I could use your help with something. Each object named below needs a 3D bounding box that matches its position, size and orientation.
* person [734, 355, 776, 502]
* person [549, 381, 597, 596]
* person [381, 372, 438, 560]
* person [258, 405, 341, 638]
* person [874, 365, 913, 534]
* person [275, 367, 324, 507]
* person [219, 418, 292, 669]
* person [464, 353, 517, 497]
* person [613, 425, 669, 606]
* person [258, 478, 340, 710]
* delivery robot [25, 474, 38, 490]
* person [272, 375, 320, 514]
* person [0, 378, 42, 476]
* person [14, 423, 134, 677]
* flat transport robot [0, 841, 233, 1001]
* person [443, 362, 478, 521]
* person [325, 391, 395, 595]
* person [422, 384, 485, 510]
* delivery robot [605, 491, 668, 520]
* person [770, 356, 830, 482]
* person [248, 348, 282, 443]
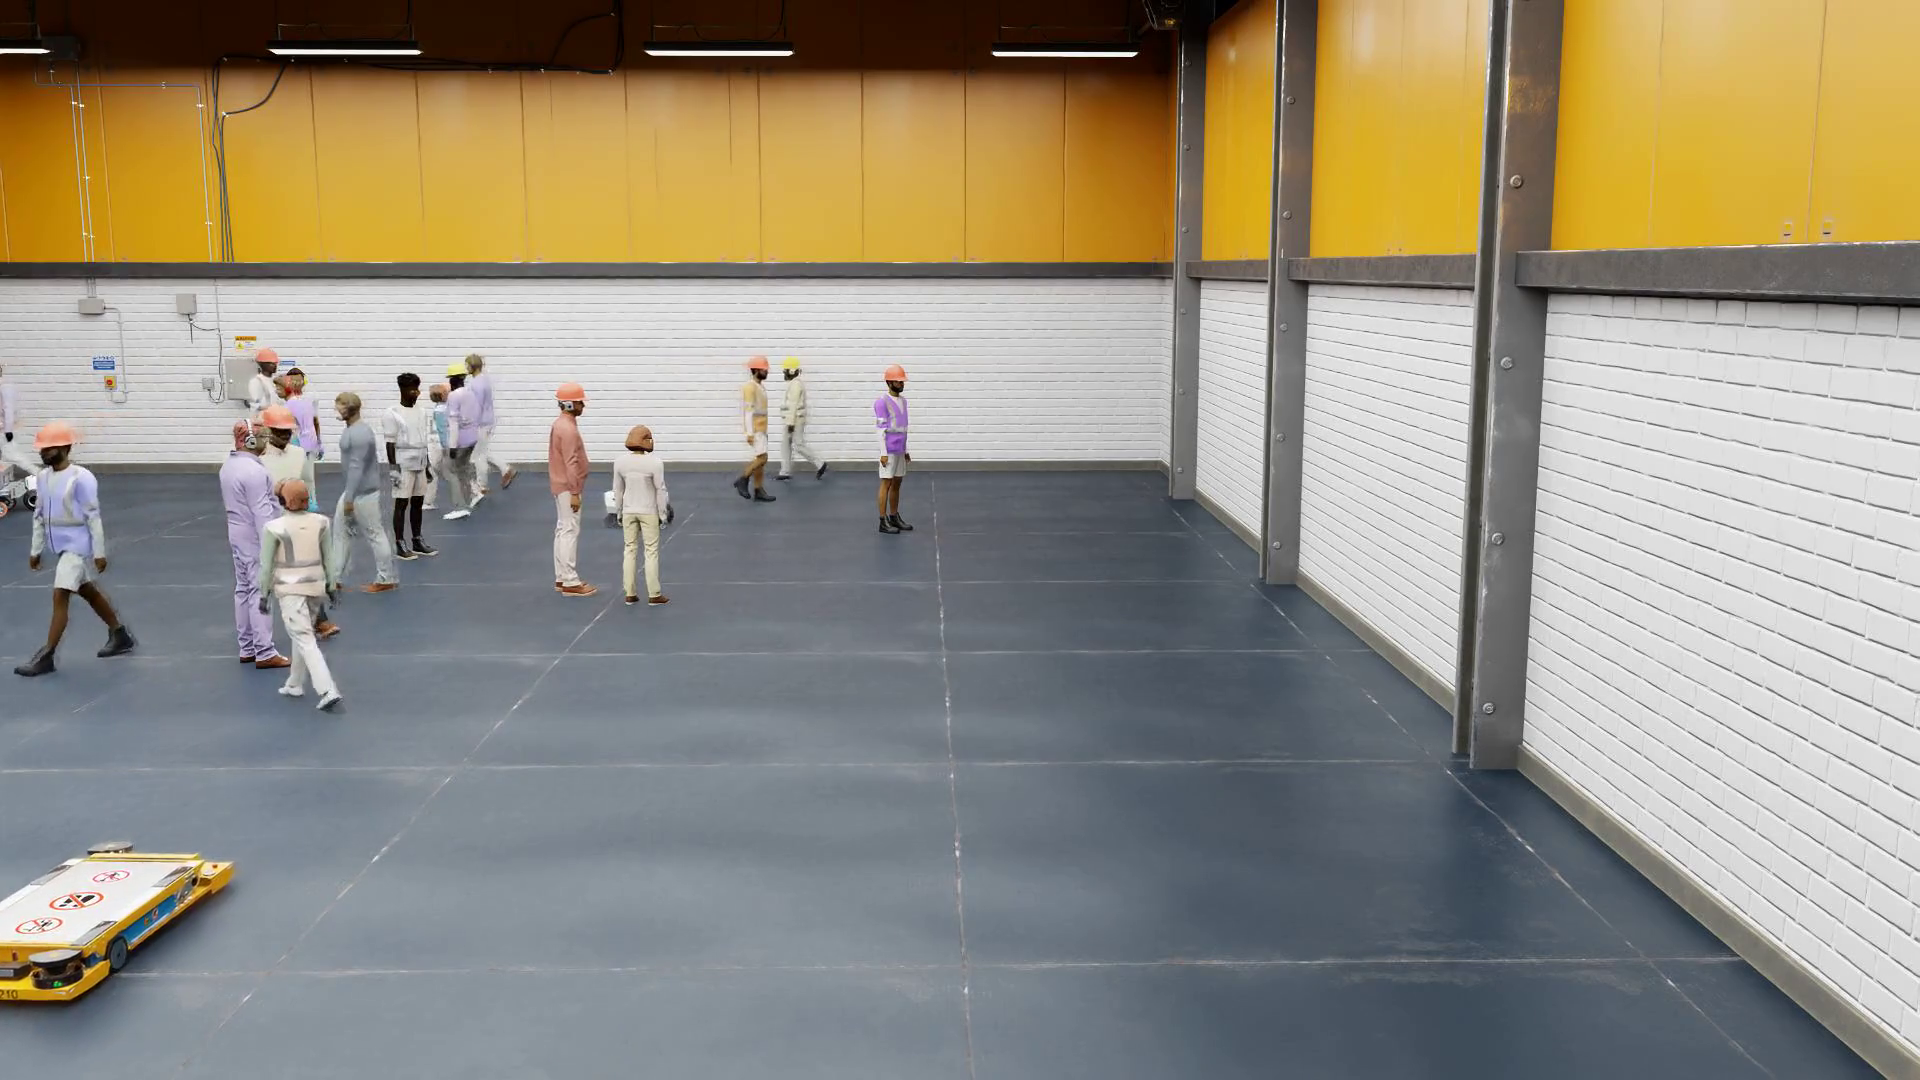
[{"bbox_3d":[-2.640,-1.439,21.602,0.454,1.924,0.574,2,9,12],"label":"person"},{"bbox_3d":[-3.622,-0.479,15.503,0.395,1.994,0.613,-4,10,-22],"label":"person"},{"bbox_3d":[-5.769,-0.782,17.453,0.367,1.964,0.604,4,10,23],"label":"person"},{"bbox_3d":[-5.605,-0.143,13.658,1.041,1.932,0.655,6,11,33],"label":"person"},{"bbox_3d":[-0.747,-1.046,19.153,0.360,1.939,0.543,5,11,30],"label":"person"},{"bbox_3d":[-7.883,-1.128,19.866,0.532,1.868,0.310,-6,11,-32],"label":"person"},{"bbox_3d":[-5.353,0.026,12.679,0.408,1.909,0.642,-9,13,-43],"label":"person"},{"bbox_3d":[-6.311,-1.527,22.180,0.619,1.922,0.636,-2,9,-10],"label":"person"},{"bbox_3d":[-2.879,-0.222,15.032,0.504,1.631,0.280,3,10,16],"label":"person"},{"bbox_3d":[-4.558,0.369,11.528,0.837,1.606,0.528,6,11,34],"label":"person"},{"bbox_3d":[-11.420,-0.717,21.080,0.707,0.478,0.477,-3,10,-16],"label":"delivery robot"},{"bbox_3d":[-7.727,-1.006,19.286,0.449,1.817,0.561,-2,9,-11],"label":"person"},{"bbox_3d":[-12.857,-1.510,22.373,0.626,1.817,0.746,4,10,24],"label":"person"},{"bbox_3d":[-6.807,0.038,12.696,0.558,1.886,1.020,5,10,27],"label":"person"},{"bbox_3d":[-3.937,1.686,7.497,0.652,0.197,1.431,0,9,2],"label":"flat transport robot"},{"bbox_3d":[-6.060,-1.189,20.098,0.446,1.909,0.614,2,9,10],"label":"person"},{"bbox_3d":[-5.685,-0.411,15.340,0.885,1.906,0.661,-5,10,-27],"label":"person"},{"bbox_3d":[-6.453,-1.174,20.972,0.825,1.605,0.506,0,9,0],"label":"person"},{"bbox_3d":[-3.795,-0.460,19.502,0.707,0.478,0.477,2,10,15],"label":"delivery robot"},{"bbox_3d":[-2.285,-1.713,23.653,0.776,1.811,0.590,-2,9,-11],"label":"person"},{"bbox_3d":[-9.296,-1.571,22.205,1.029,2.005,0.617,1,9,6],"label":"person"}]
